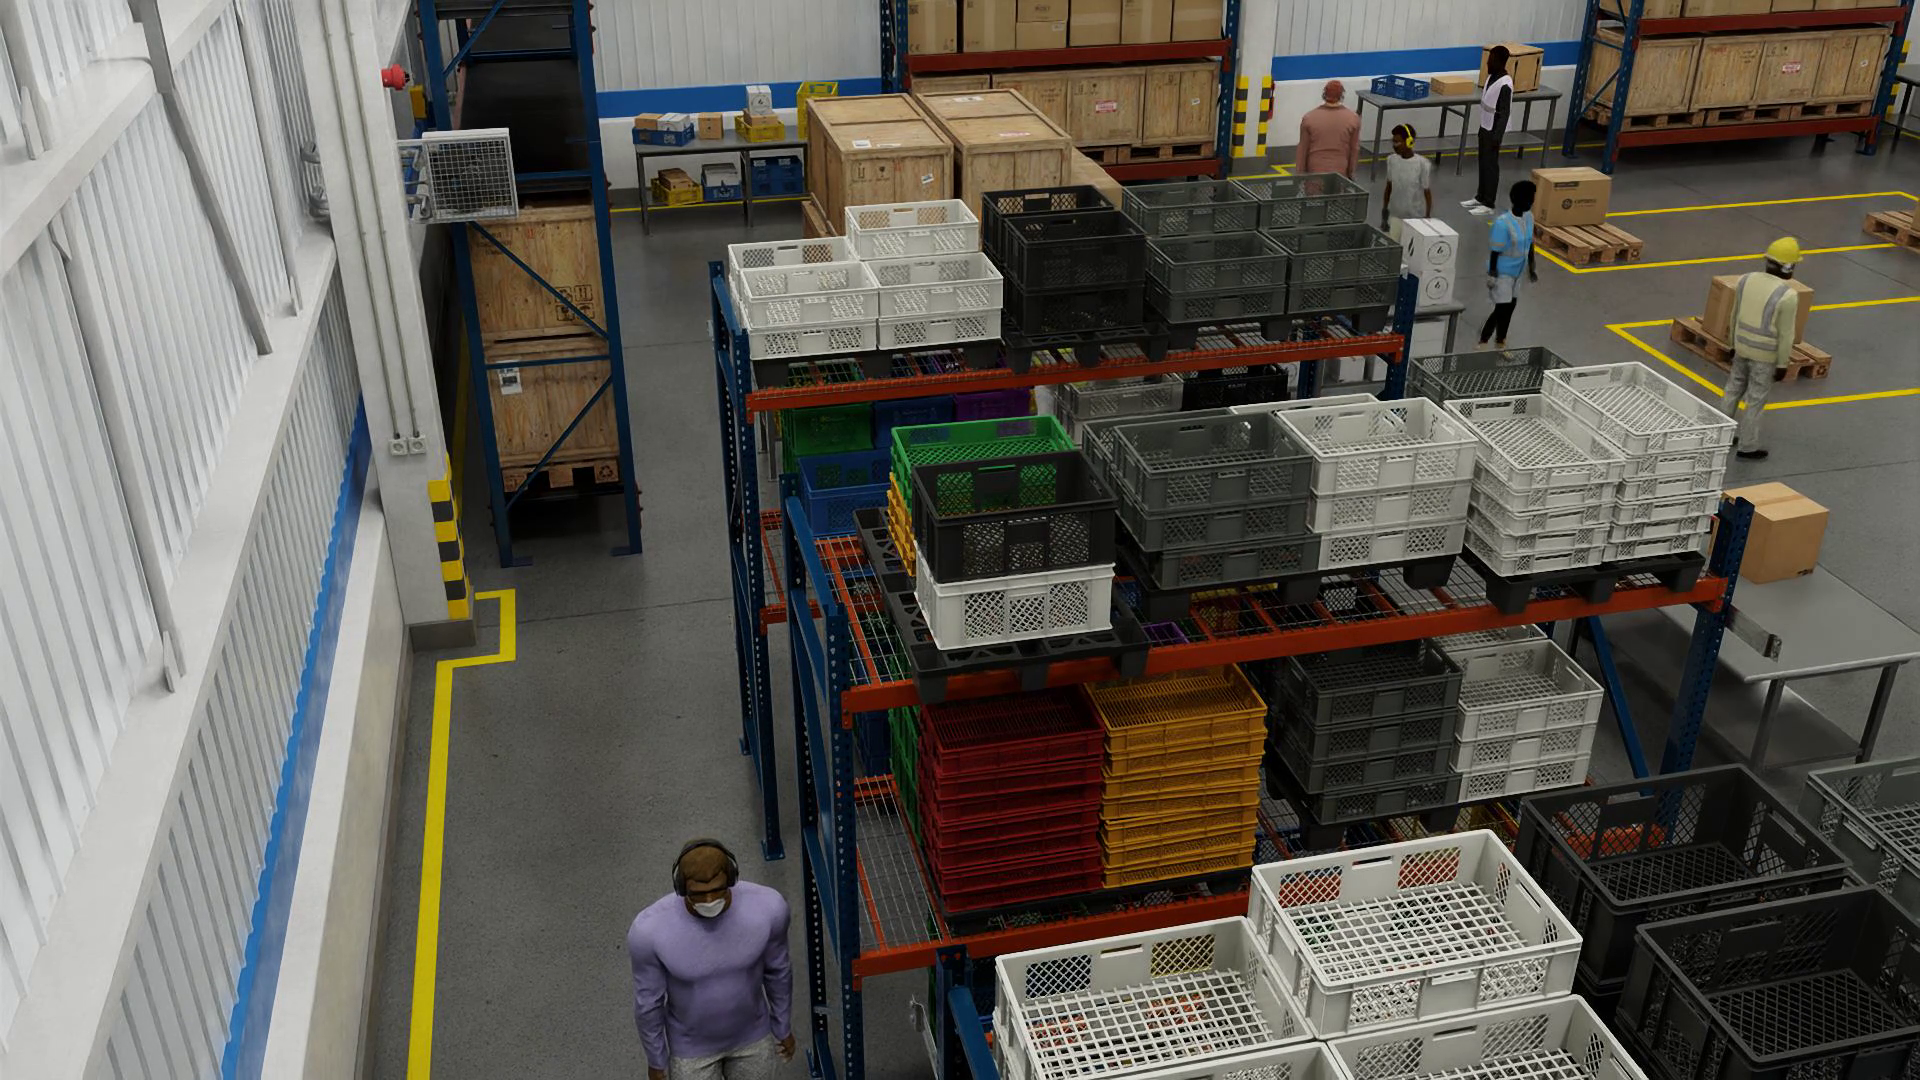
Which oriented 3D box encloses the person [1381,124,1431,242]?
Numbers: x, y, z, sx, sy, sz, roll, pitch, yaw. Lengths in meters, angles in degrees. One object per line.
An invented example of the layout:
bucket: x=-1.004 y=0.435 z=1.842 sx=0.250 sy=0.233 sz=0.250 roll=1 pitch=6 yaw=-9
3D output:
person: x=4.383 y=-3.158 z=16.330 sx=0.423 sy=1.845 sz=0.573 roll=-22 pitch=35 yaw=-35

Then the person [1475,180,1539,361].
person: x=5.001 y=-2.443 z=15.138 sx=0.547 sy=1.689 sz=0.374 roll=-22 pitch=35 yaw=-36

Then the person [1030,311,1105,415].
person: x=0.781 y=-1.244 z=12.705 sx=0.621 sy=1.845 sz=0.429 roll=15 pitch=31 yaw=26

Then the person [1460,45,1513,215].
person: x=6.168 y=-4.748 z=19.271 sx=0.375 sy=1.917 sz=0.598 roll=0 pitch=28 yaw=-1

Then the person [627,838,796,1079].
person: x=-0.944 y=1.955 z=6.534 sx=0.631 sy=1.939 sz=0.370 roll=-10 pitch=29 yaw=-18

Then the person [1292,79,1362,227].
person: x=3.908 y=-3.940 z=17.765 sx=0.662 sy=1.889 sz=0.489 roll=4 pitch=28 yaw=8

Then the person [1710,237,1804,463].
person: x=6.370 y=-1.515 z=13.231 sx=0.404 sy=1.827 sz=0.599 roll=-9 pitch=29 yaw=-16
